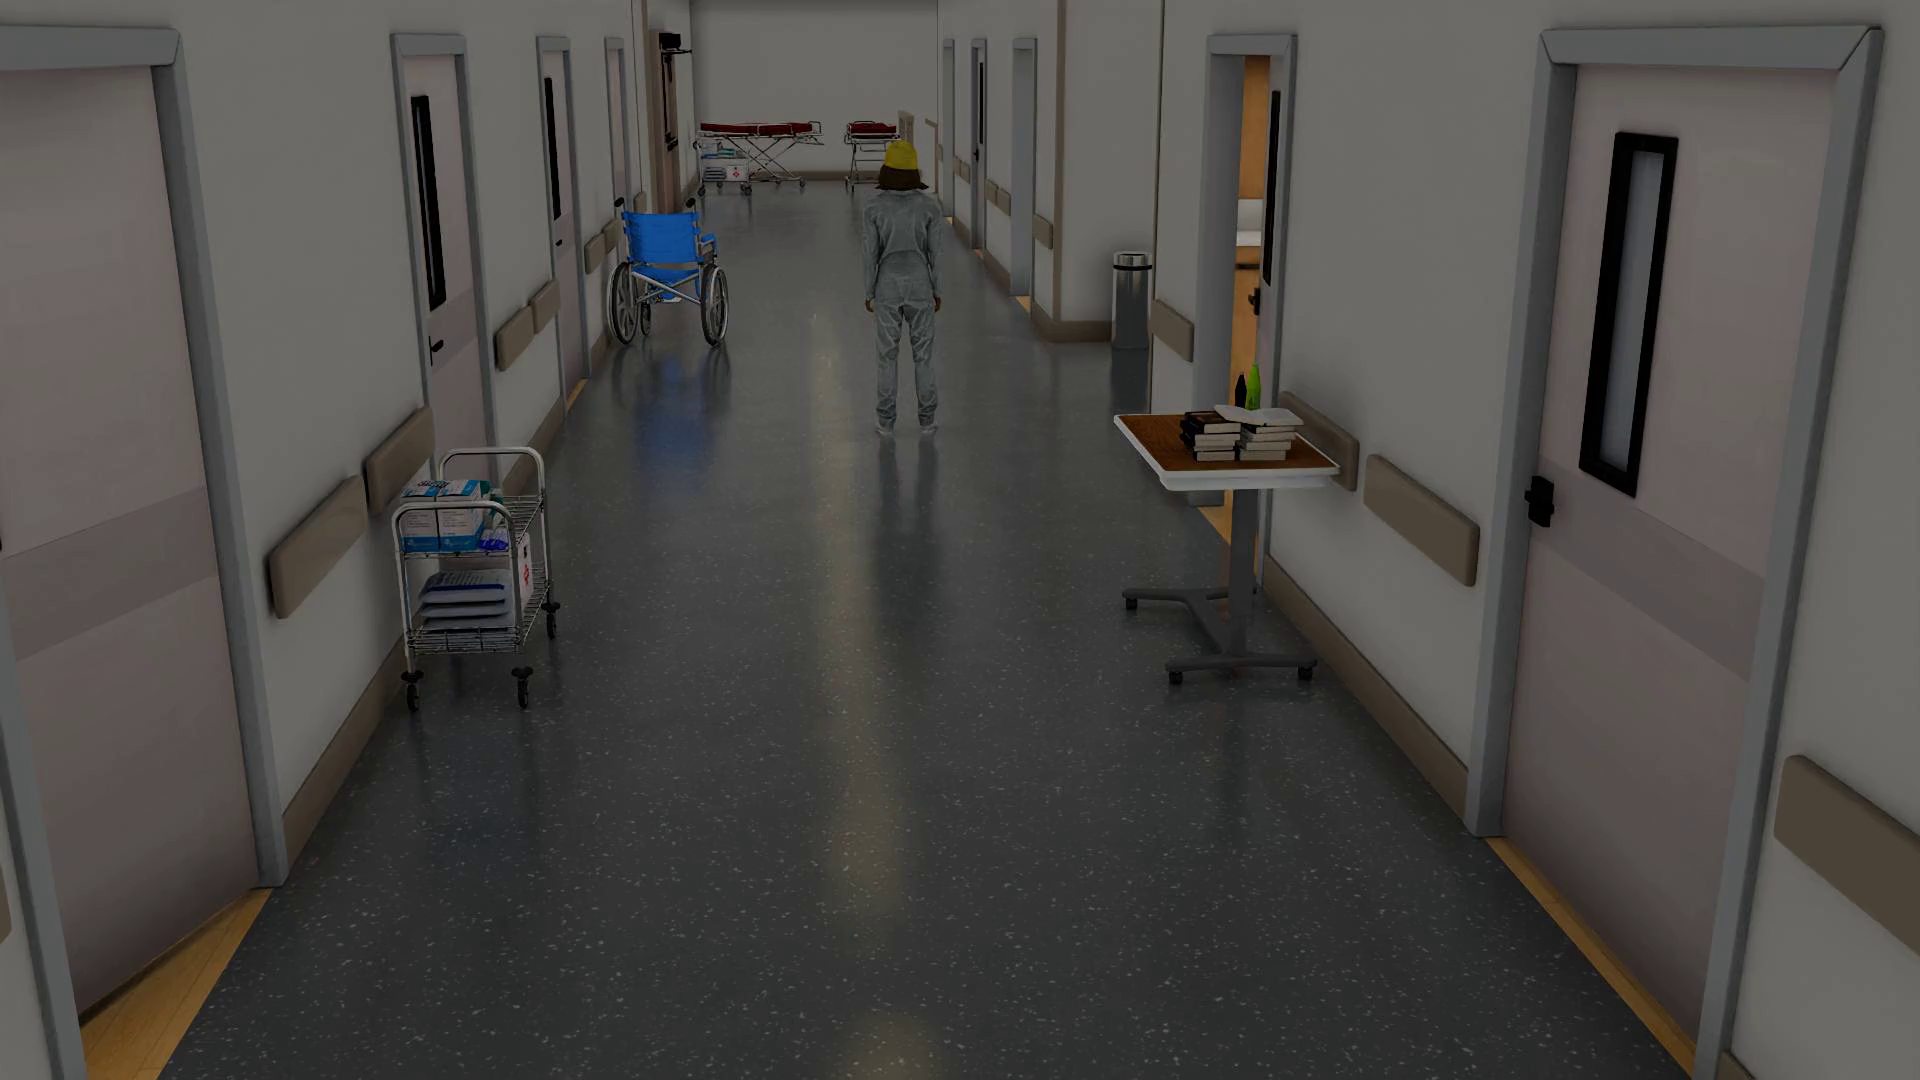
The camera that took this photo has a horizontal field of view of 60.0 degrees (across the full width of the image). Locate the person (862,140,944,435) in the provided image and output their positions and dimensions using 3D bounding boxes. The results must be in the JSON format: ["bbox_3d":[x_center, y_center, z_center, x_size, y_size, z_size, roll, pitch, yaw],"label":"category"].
[{"bbox_3d":[-0.339,-1.496,9.955,0.489,1.746,0.284,-2,17,-5],"label":"person"}]
